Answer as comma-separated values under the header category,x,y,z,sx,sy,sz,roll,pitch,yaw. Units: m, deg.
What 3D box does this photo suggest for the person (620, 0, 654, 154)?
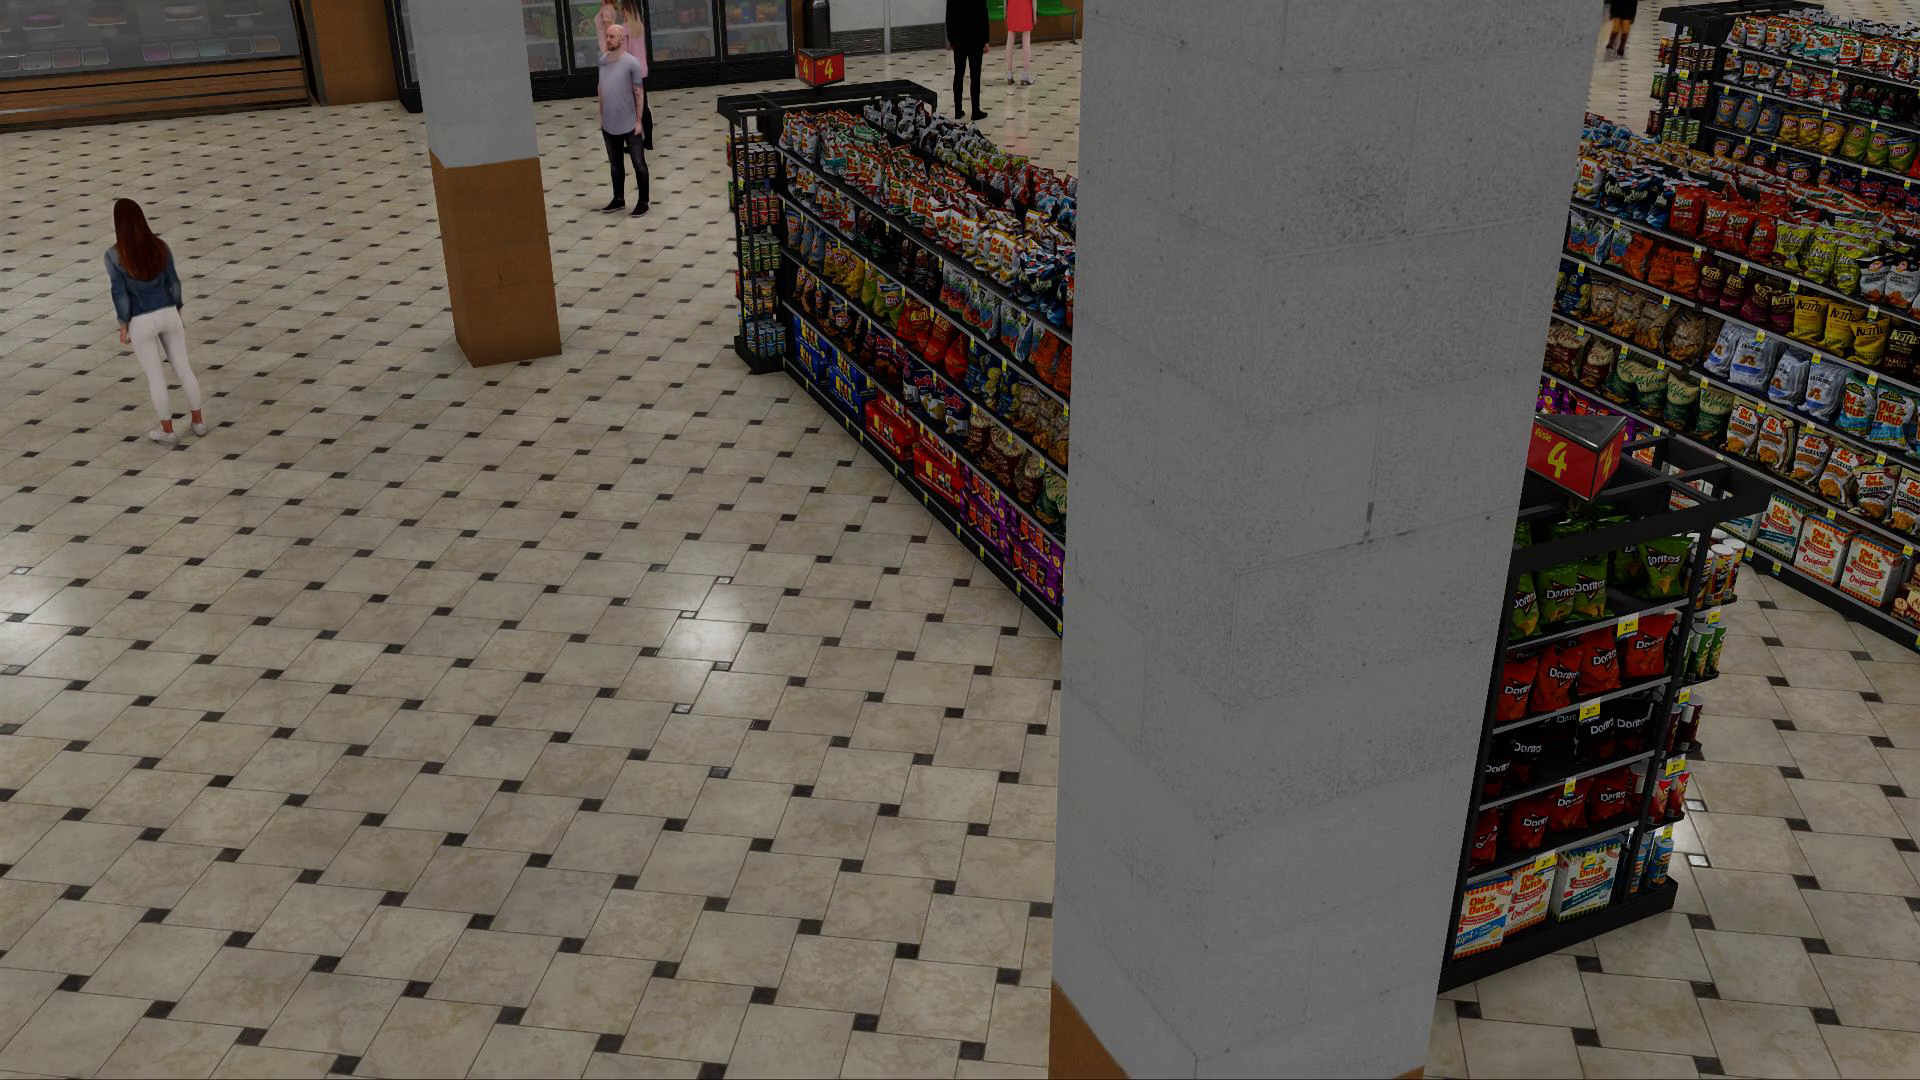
category,x,y,z,sx,sy,sz,roll,pitch,yaw
person,-3.653,-5.203,18.632,0.729,1.688,0.689,12,29,23

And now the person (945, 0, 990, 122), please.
category,x,y,z,sx,sy,sz,roll,pitch,yaw
person,0.091,-6.043,20.068,0.772,1.889,0.845,11,29,20

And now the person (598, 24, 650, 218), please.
category,x,y,z,sx,sy,sz,roll,pitch,yaw
person,-3.320,-4.127,16.345,0.734,1.838,0.815,12,29,23

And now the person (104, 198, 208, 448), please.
category,x,y,z,sx,sy,sz,roll,pitch,yaw
person,-5.446,-1.470,11.256,0.647,1.703,0.681,23,35,37

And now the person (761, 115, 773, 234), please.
category,x,y,z,sx,sy,sz,roll,pitch,yaw
person,-1.591,-2.820,14.058,1.077,1.575,0.996,16,31,28

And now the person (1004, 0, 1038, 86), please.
category,x,y,z,sx,sy,sz,roll,pitch,yaw
person,0.781,-6.938,21.900,0.652,1.827,0.735,12,29,23

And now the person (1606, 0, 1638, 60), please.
category,x,y,z,sx,sy,sz,roll,pitch,yaw
person,9.374,-7.452,23.546,0.855,1.255,0.830,17,31,30

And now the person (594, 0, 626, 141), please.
category,x,y,z,sx,sy,sz,roll,pitch,yaw
person,-4.008,-5.551,19.161,0.699,1.830,0.558,-1,27,-3
